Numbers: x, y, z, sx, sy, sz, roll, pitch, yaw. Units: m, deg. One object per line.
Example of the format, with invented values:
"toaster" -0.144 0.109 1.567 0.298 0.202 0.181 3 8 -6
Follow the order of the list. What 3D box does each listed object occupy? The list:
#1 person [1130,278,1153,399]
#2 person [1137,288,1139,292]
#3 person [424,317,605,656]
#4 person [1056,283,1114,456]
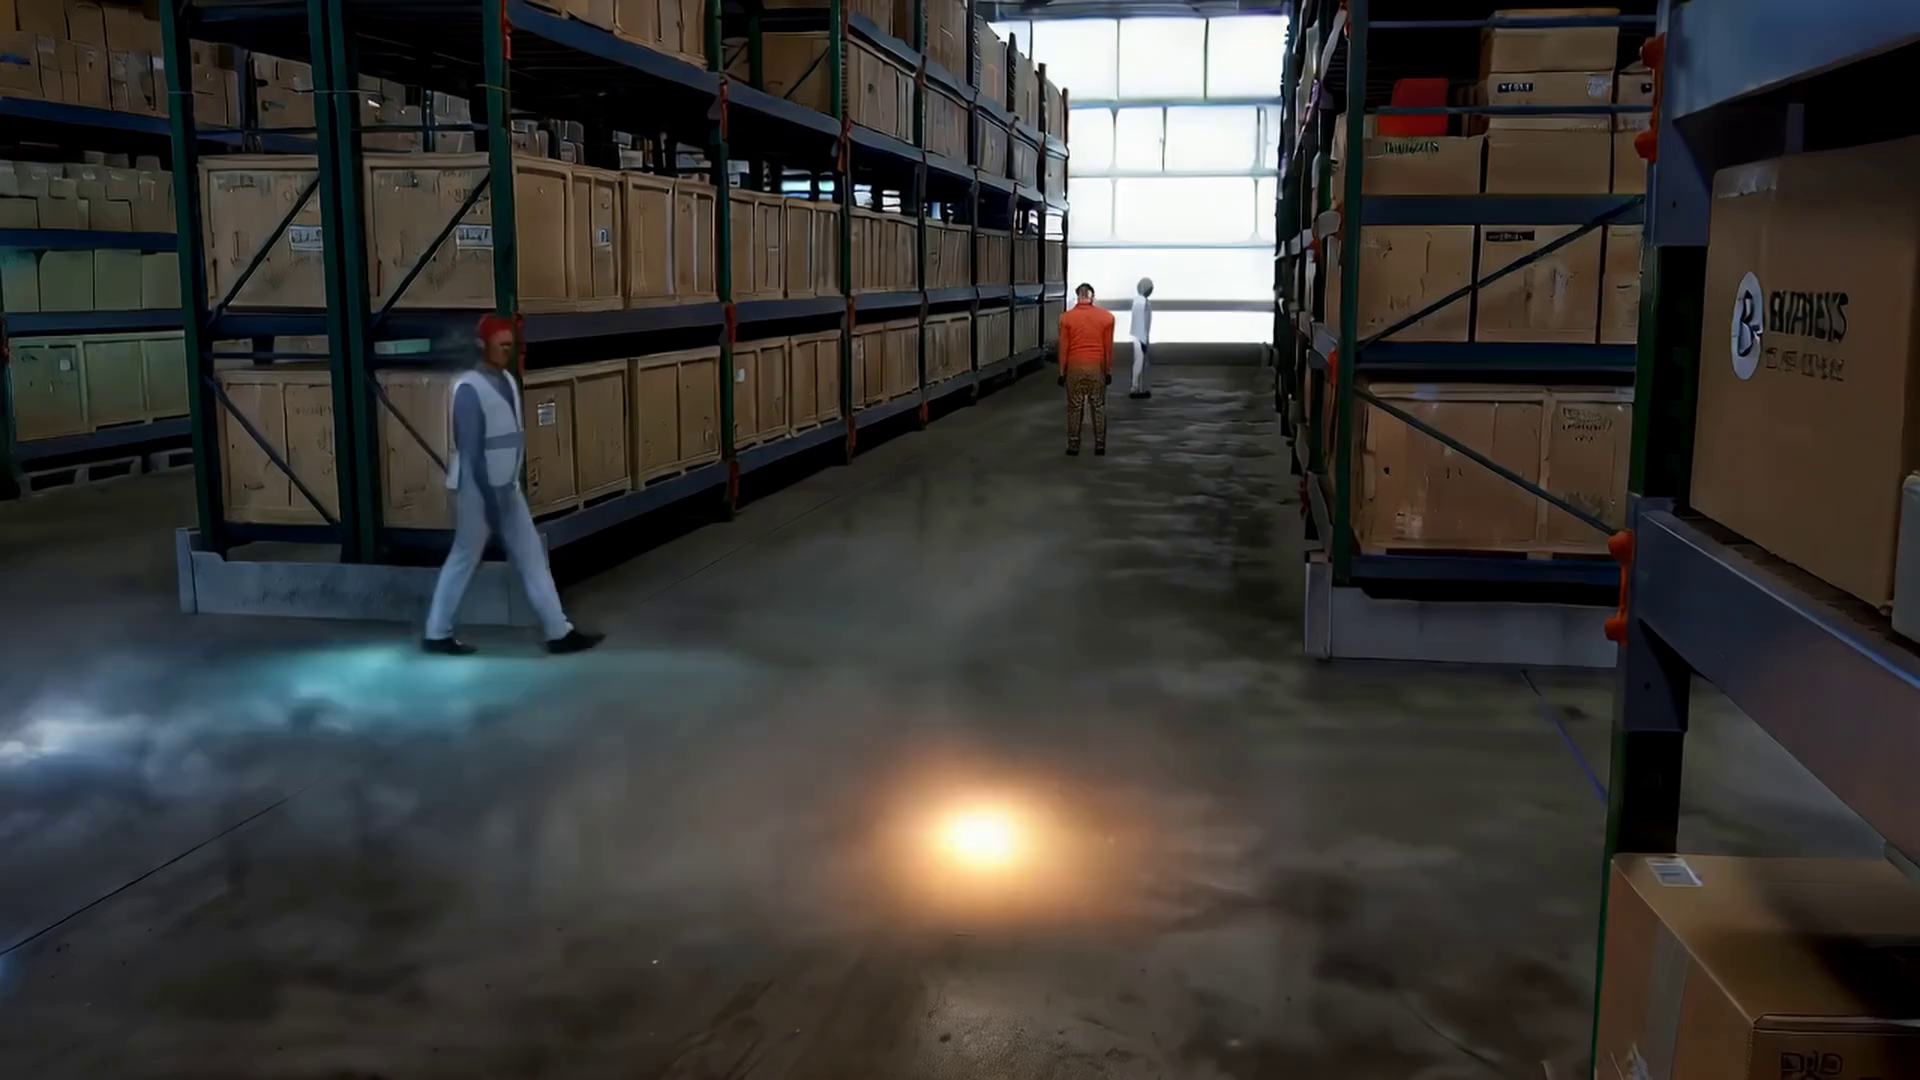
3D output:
"person" 2.910 -3.234 26.702 0.364 1.933 0.631 2 9 10
"person" 4.488 -5.479 41.194 0.393 1.736 0.572 0 9 2
"person" -2.409 -0.261 8.673 0.992 1.789 0.590 2 9 10
"person" 1.365 -1.868 18.309 0.639 1.904 0.402 -2 9 -10
